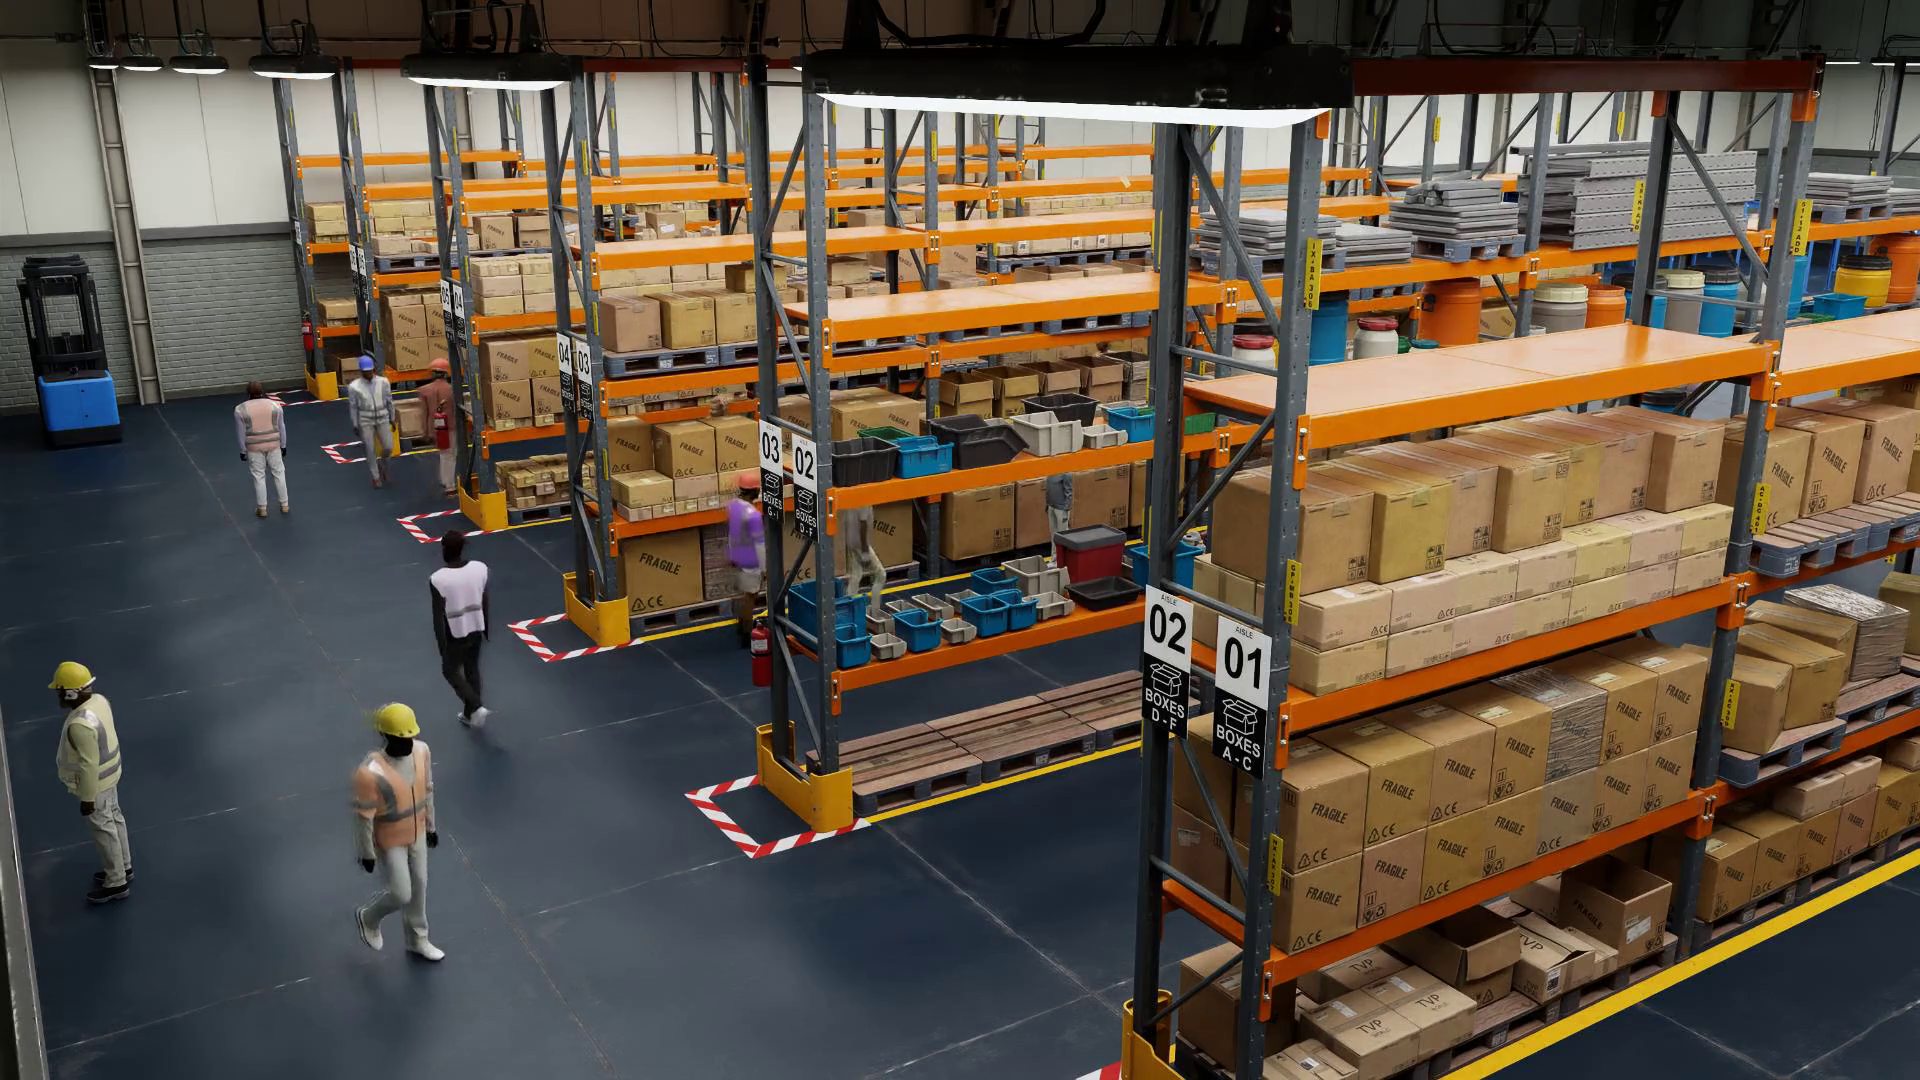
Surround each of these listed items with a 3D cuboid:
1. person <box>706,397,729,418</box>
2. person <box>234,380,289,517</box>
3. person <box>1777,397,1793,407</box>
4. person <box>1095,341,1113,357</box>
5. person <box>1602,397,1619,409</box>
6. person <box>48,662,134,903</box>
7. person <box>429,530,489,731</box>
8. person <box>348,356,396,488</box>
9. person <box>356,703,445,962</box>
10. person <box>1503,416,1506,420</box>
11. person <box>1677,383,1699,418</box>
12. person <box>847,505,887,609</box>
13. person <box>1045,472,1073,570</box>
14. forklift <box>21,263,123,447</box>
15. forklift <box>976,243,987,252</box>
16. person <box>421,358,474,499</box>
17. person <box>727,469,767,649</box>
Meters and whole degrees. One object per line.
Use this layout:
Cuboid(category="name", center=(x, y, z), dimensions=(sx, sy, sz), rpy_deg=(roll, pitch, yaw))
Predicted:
Cuboid(category="person", center=(-3.071, -0.960, 20.434), dimensions=(0.639, 1.861, 1.019), rpy_deg=(14, 22, 39))
Cuboid(category="person", center=(-9.455, -1.249, 21.388), dimensions=(0.623, 1.844, 0.430), rpy_deg=(-12, 20, -33))
Cuboid(category="person", center=(12.399, -2.111, 24.097), dimensions=(0.651, 1.910, 0.409), rpy_deg=(1, 17, 3))
Cuboid(category="person", center=(2.338, -2.389, 25.120), dimensions=(0.888, 1.855, 0.579), rpy_deg=(-10, 19, -29))
Cuboid(category="person", center=(10.592, -2.372, 25.351), dimensions=(0.548, 1.673, 0.708), rpy_deg=(6, 18, 19))
Cuboid(category="person", center=(-6.362, 1.752, 11.564), dimensions=(0.404, 1.830, 0.599), rpy_deg=(-5, 18, -16))
Cuboid(category="person", center=(-4.526, 0.839, 14.448), dimensions=(0.562, 1.899, 0.596), rpy_deg=(14, 22, 39))
Cuboid(category="person", center=(-8.447, -1.702, 22.720), dimensions=(0.637, 1.930, 0.432), rpy_deg=(-10, 20, -31))
Cuboid(category="person", center=(-3.819, 1.976, 10.695), dimensions=(0.568, 1.914, 0.587), rpy_deg=(7, 18, 23))
Cuboid(category="person", center=(6.842, -0.836, 20.019), dimensions=(0.782, 1.849, 0.522), rpy_deg=(-10, 20, -31))
Cuboid(category="person", center=(10.893, -2.017, 23.791), dimensions=(0.394, 1.915, 0.585), rpy_deg=(15, 23, 41))
Cuboid(category="person", center=(-0.961, 0.043, 17.132), dimensions=(0.672, 1.847, 0.565), rpy_deg=(-6, 18, -20))
Cuboid(category="person", center=(1.167, -0.380, 18.889), dimensions=(0.280, 1.634, 0.498), rpy_deg=(-8, 19, -26))
Cuboid(category="forklift", center=(-14.518, -3.079, 25.708), dimensions=(1.129, 2.768, 1.873), rpy_deg=(-10, 20, -31))
Cuboid(category="forklift", center=(0.988, -5.474, 34.718), dimensions=(1.214, 2.155, 2.313), rpy_deg=(-10, 20, -31))
Cuboid(category="person", center=(-7.212, -1.603, 22.324), dimensions=(0.632, 1.968, 0.674), rpy_deg=(4, 17, 13))
Cuboid(category="person", center=(-2.184, 0.195, 16.512), dimensions=(0.406, 1.922, 0.577), rpy_deg=(-12, 21, -34))
